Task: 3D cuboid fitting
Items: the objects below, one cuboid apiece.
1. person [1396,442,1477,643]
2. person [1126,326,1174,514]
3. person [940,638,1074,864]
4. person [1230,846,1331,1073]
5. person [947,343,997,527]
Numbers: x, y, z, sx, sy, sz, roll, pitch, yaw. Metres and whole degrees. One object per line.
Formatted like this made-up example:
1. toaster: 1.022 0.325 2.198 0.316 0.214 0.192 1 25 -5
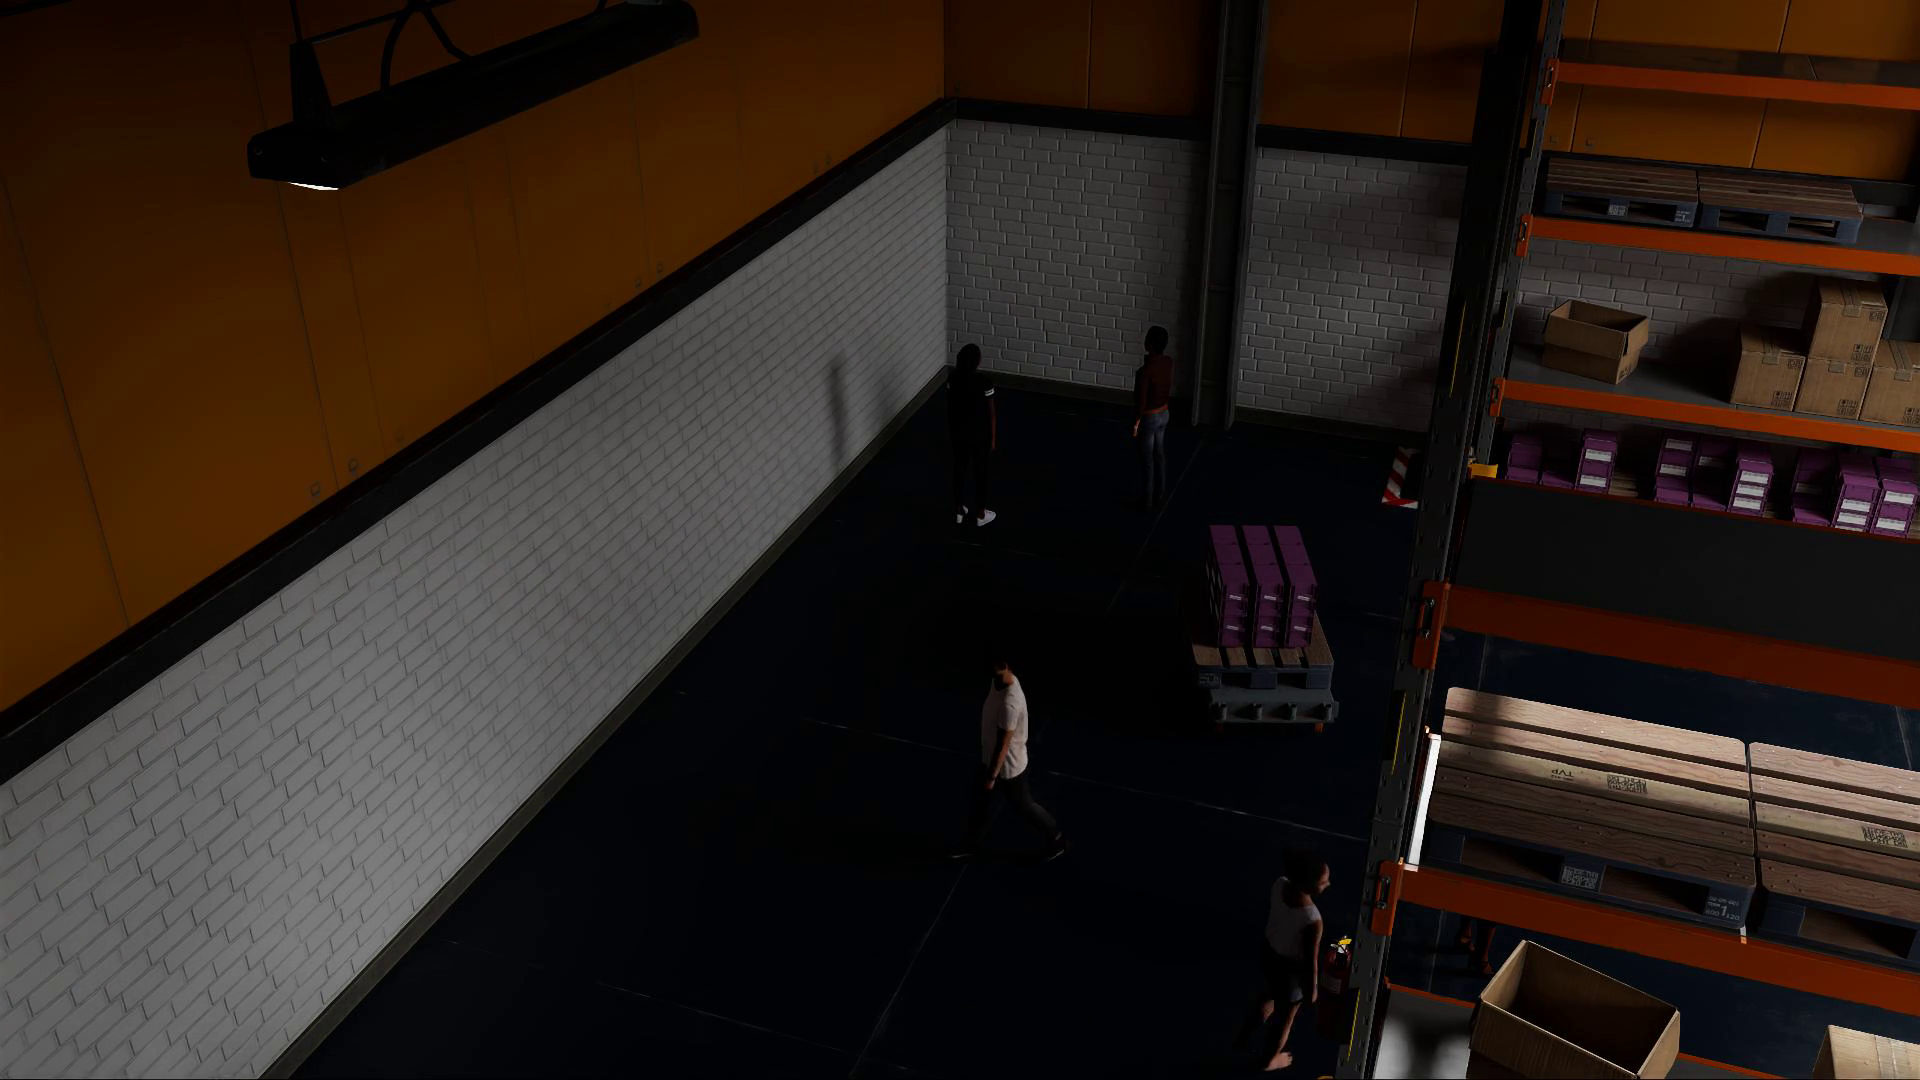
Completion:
1. person: 3.736 -0.020 13.141 0.755 1.740 0.648 12 31 20
2. person: 1.748 -1.099 15.076 0.665 1.782 0.713 24 36 36
3. person: 0.372 1.388 10.615 1.184 1.686 0.985 -5 29 -9
4. person: 1.698 2.315 8.986 0.789 1.619 0.729 -15 32 -25
5. person: 0.099 -0.947 14.852 0.518 1.729 0.673 12 31 20
